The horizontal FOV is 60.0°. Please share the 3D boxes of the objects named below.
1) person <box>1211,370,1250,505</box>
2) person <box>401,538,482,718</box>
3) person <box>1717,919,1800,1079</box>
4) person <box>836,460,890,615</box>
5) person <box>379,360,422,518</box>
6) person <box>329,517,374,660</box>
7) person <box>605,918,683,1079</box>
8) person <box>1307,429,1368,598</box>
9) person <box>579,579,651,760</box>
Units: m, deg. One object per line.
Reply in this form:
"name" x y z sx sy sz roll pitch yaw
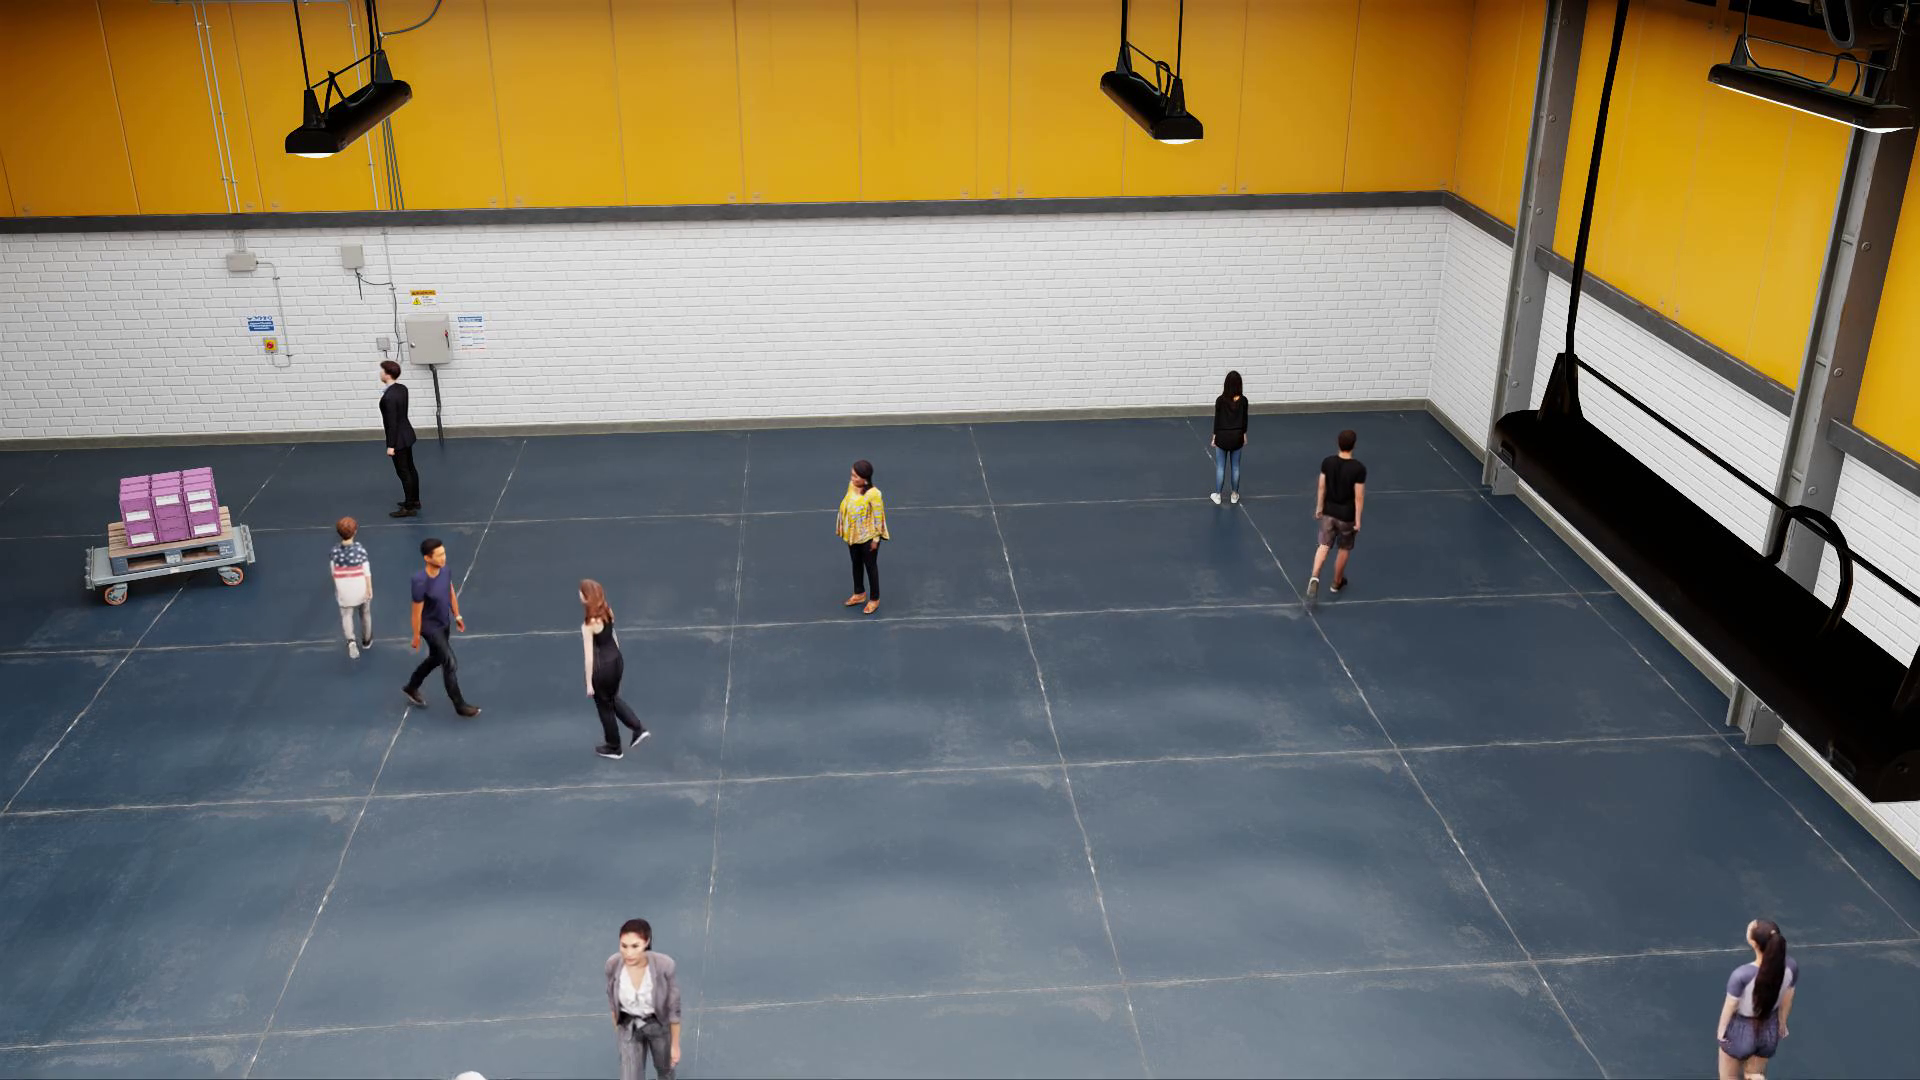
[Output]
"person" 3.223 -1.233 19.878 0.584 1.647 0.525 0 24 0
"person" -4.841 0.785 15.129 0.925 1.754 1.088 8 25 19
"person" 4.856 3.049 10.097 0.636 1.637 0.749 -3 24 -7
"person" -0.993 -0.053 17.170 0.945 1.655 0.881 -22 32 -40
"person" -6.574 -1.207 19.511 0.756 1.894 0.554 0 24 -1
"person" -5.939 0.483 16.231 0.604 1.424 0.869 -6 24 -13
"person" -1.896 2.985 10.241 0.699 1.638 1.043 0 24 1
"person" 3.924 -0.243 17.369 1.041 1.844 1.149 15 28 31
"person" -2.993 1.128 14.369 0.836 1.733 0.809 10 26 22
